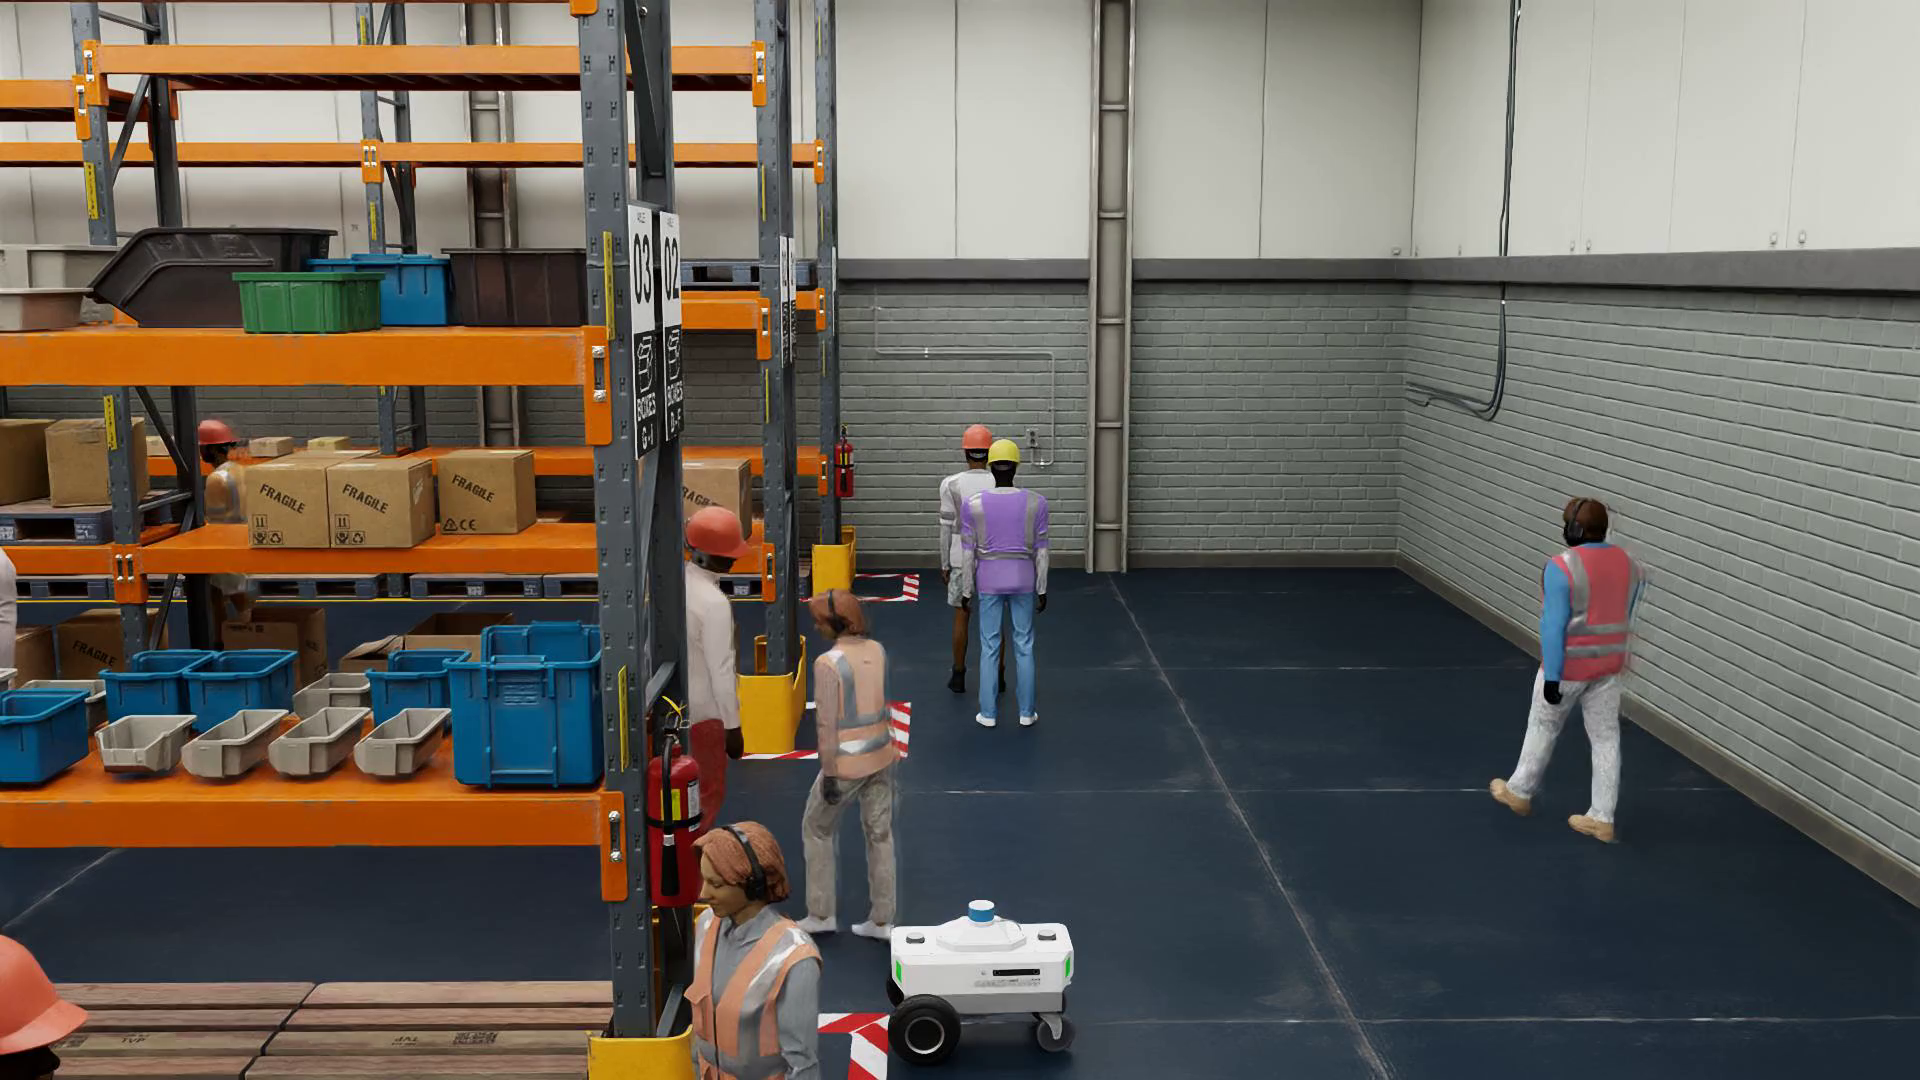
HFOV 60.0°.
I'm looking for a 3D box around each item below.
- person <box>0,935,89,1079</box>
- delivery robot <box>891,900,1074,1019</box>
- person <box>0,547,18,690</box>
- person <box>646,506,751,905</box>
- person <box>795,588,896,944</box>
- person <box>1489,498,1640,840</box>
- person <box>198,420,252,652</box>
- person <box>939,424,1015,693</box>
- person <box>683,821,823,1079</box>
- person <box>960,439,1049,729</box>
[{"bbox_3d":[-1.556,1.603,2.730,0.376,1.997,0.612,0,9,0],"label":"person"},{"bbox_3d":[0.085,1.657,6.520,0.707,0.478,0.477,0,9,-3],"label":"delivery robot"},{"bbox_3d":[-5.206,0.667,8.729,0.650,1.913,0.409,6,11,34],"label":"person"},{"bbox_3d":[-1.309,0.793,7.867,0.520,1.946,0.755,-6,11,-34],"label":"person"},{"bbox_3d":[-0.525,1.009,7.504,0.587,1.613,0.532,7,11,35],"label":"person"},{"bbox_3d":[3.299,0.662,9.058,0.655,1.808,0.883,-3,10,-20],"label":"person"},{"bbox_3d":[-5.580,0.062,12.417,0.763,1.912,0.585,-1,9,-6],"label":"person"},{"bbox_3d":[0.123,0.137,11.951,0.542,1.928,0.399,0,9,-3],"label":"person"},{"bbox_3d":[-0.530,1.521,4.360,0.318,1.631,0.524,-8,12,-41],"label":"person"},{"bbox_3d":[0.293,0.296,10.989,0.586,1.917,0.380,0,9,-2],"label":"person"}]
